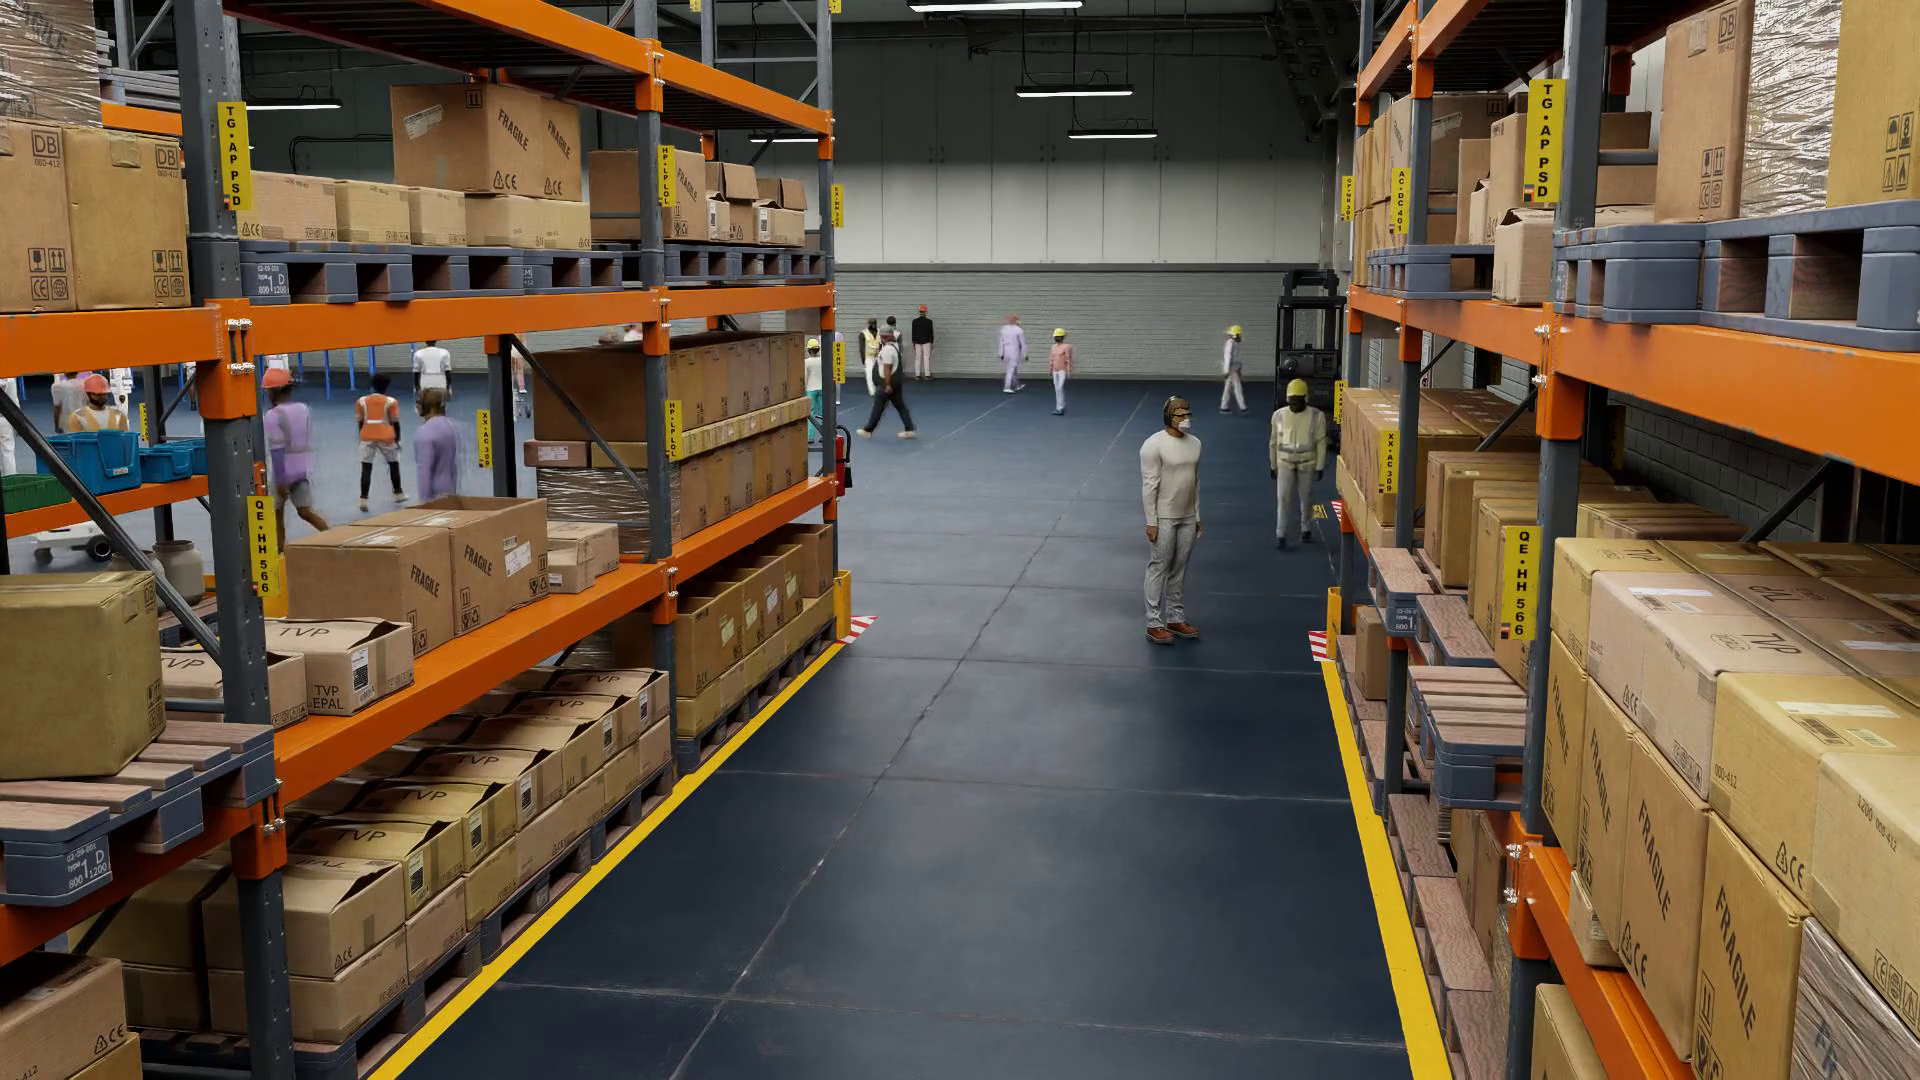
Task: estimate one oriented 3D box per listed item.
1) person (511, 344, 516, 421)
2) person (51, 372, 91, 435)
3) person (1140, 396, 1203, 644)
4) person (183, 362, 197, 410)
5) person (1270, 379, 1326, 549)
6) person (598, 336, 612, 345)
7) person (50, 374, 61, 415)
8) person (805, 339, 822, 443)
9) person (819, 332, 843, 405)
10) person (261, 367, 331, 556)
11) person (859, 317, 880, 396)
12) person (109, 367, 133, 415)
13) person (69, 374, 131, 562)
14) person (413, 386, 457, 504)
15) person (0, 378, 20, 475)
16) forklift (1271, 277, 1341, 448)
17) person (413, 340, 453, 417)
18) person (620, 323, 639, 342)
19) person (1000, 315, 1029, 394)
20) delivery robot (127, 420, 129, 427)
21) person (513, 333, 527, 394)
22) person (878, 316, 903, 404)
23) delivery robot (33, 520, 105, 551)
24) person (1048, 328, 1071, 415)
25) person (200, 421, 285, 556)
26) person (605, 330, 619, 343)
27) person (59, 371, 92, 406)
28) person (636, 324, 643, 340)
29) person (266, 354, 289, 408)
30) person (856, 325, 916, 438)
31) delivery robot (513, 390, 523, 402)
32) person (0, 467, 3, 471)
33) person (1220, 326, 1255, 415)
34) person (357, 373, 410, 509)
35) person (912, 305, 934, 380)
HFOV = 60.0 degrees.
[{"bbox_3d":[-8.820,-3.202,32.162,0.525,1.848,0.575,4,10,24],"label":"person"},{"bbox_3d":[-11.207,-1.405,21.105,0.531,1.847,0.831,-5,11,-31],"label":"person"},{"bbox_3d":[1.691,-0.169,13.173,0.631,1.940,0.372,-8,12,-41],"label":"person"},{"bbox_3d":[-16.057,-3.701,34.970,0.544,1.936,0.359,-3,10,-15],"label":"person"},{"bbox_3d":[3.589,-0.822,17.690,0.598,1.792,0.902,3,10,18],"label":"person"},{"bbox_3d":[-6.110,-2.609,28.649,0.644,1.793,0.946,7,11,35],"label":"person"},{"bbox_3d":[-18.173,-3.529,33.719,0.616,1.993,0.395,-1,9,-8],"label":"person"},{"bbox_3d":[-2.481,-2.528,28.253,0.526,1.768,0.314,-7,12,-38],"label":"person"},{"bbox_3d":[-2.815,-3.883,36.117,0.588,1.927,0.369,-7,12,-37],"label":"person"},{"bbox_3d":[-6.387,-0.662,15.995,0.902,2.020,0.619,3,10,17],"label":"person"},{"bbox_3d":[-2.035,-4.299,38.981,0.656,1.829,0.452,-4,10,-25],"label":"person"},{"bbox_3d":[-13.709,-2.420,27.219,0.356,1.887,0.573,-4,10,-22],"label":"person"},{"bbox_3d":[-8.727,-0.753,16.906,0.924,1.896,0.593,8,12,42],"label":"person"},{"bbox_3d":[-4.600,-0.420,14.829,0.891,1.914,0.637,1,9,3],"label":"person"},{"bbox_3d":[-12.524,-1.511,21.619,0.578,1.881,0.346,-1,9,-9],"label":"person"},{"bbox_3d":[5.847,-3.016,27.970,1.129,2.768,1.873,1,9,9],"label":"forklift"},{"bbox_3d":[-8.963,-2.614,28.257,0.656,1.960,0.576,-3,10,-16],"label":"person"},{"bbox_3d":[-7.188,-3.812,35.702,0.912,1.911,0.650,-5,10,-27],"label":"person"},{"bbox_3d":[1.355,-4.455,39.839,0.679,1.854,0.979,9,13,43],"label":"person"},{"bbox_3d":[-14.380,-1.905,27.979,0.477,0.478,0.707,7,11,36],"label":"delivery robot"},{"bbox_3d":[-10.630,-4.440,39.617,0.643,1.908,0.410,-1,9,-6],"label":"person"},{"bbox_3d":[-1.521,-3.957,36.599,0.588,1.919,0.392,5,10,26],"label":"person"},{"bbox_3d":[-8.982,-0.096,16.823,0.707,0.478,0.477,-6,11,-33],"label":"delivery robot"},{"bbox_3d":[2.004,-3.423,33.799,0.406,1.761,0.555,-8,12,-41],"label":"person"},{"bbox_3d":[-6.571,-0.529,15.298,1.036,1.994,0.630,5,11,30],"label":"person"},{"bbox_3d":[-6.372,-2.938,30.638,0.647,1.837,1.201,-1,9,-9],"label":"person"},{"bbox_3d":[-13.938,-2.283,26.208,0.368,1.939,0.542,5,10,28],"label":"person"},{"bbox_3d":[-7.626,-4.346,39.858,0.511,1.641,0.308,2,9,10],"label":"person"},{"bbox_3d":[-13.517,-3.393,33.062,0.552,1.935,0.370,6,11,31],"label":"person"},{"bbox_3d":[-1.258,-2.782,29.105,1.039,2.000,0.702,3,10,18],"label":"person"},{"bbox_3d":[-8.912,-2.893,33.276,0.335,0.223,0.698,-4,10,-24],"label":"delivery robot"},{"bbox_3d":[-14.233,-1.824,24.125,0.540,1.695,0.317,1,9,8],"label":"person"},{"bbox_3d":[5.677,-3.451,33.832,0.803,1.796,0.626,3,10,19],"label":"person"},{"bbox_3d":[-7.190,-1.236,20.647,0.553,1.642,0.724,-1,9,-4],"label":"person"},{"bbox_3d":[-0.990,-5.311,44.716,0.625,1.990,0.390,4,10,23],"label":"person"}]
